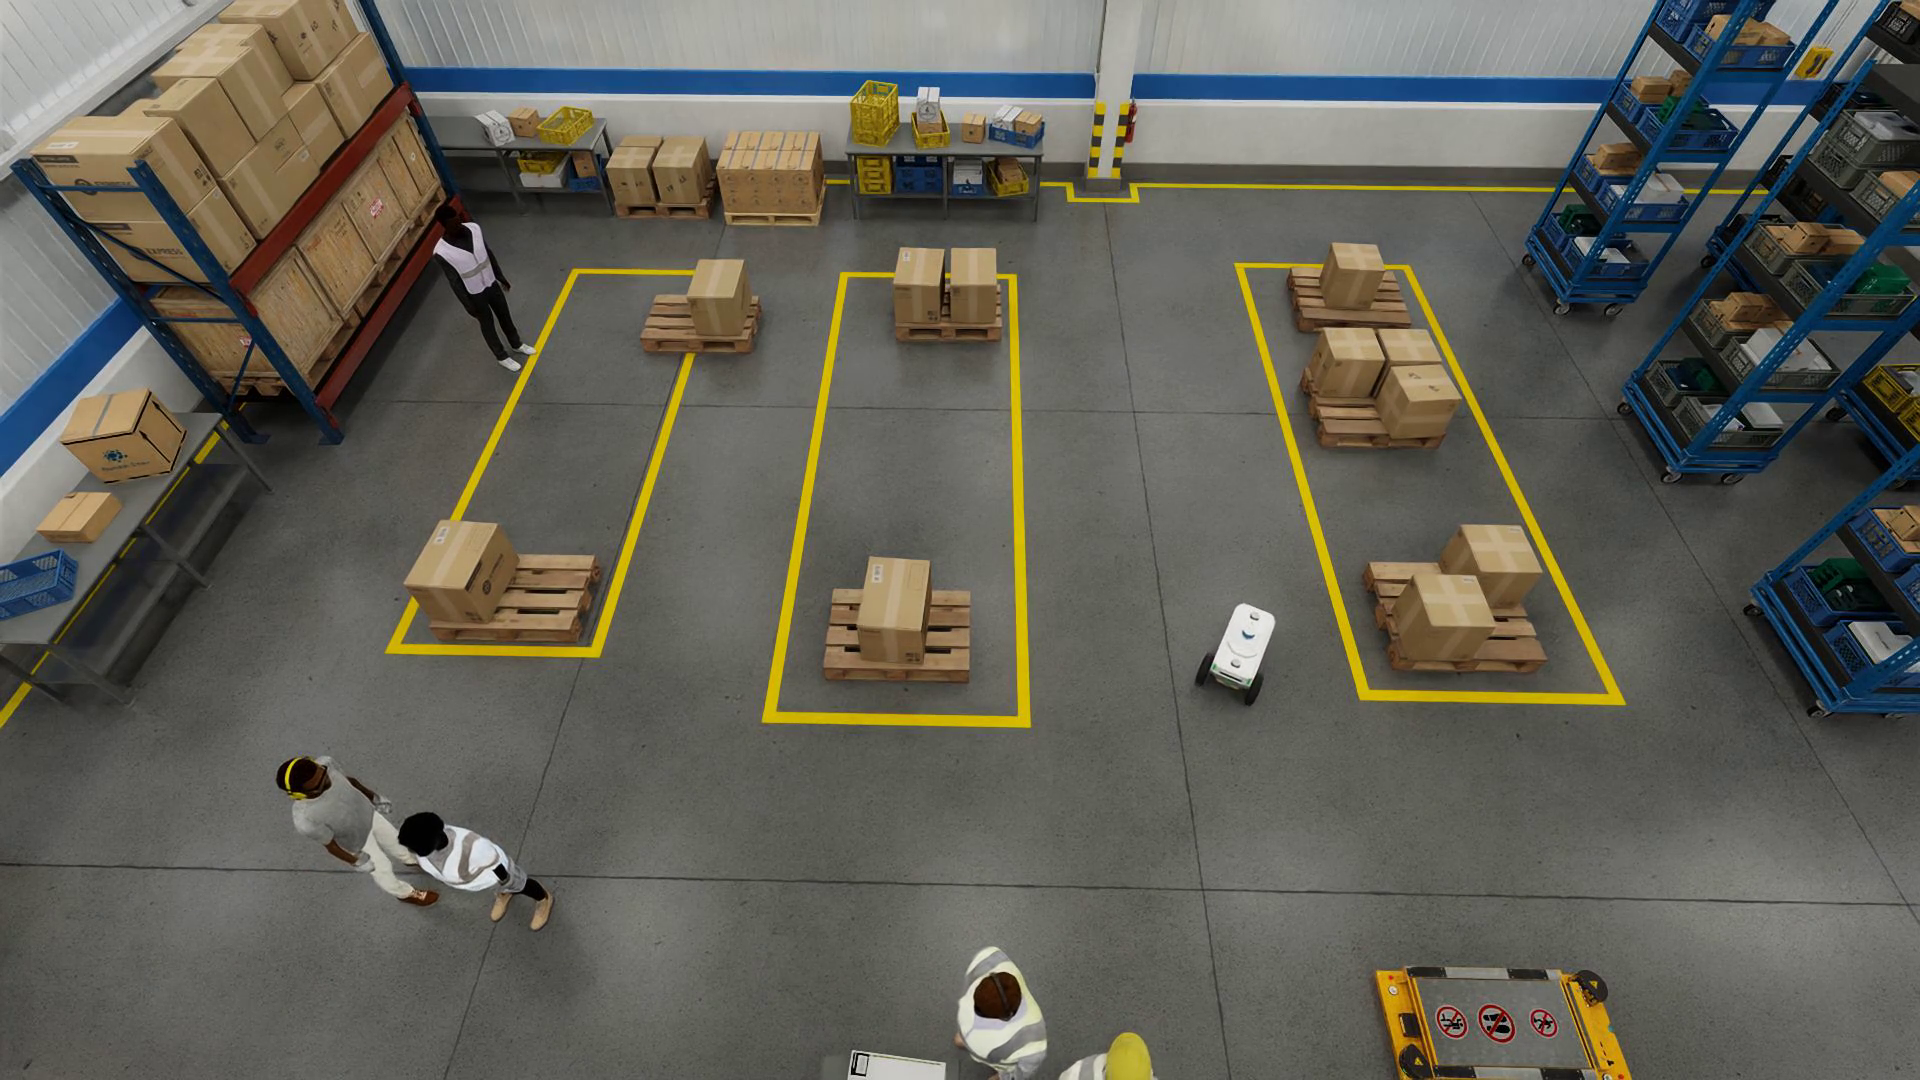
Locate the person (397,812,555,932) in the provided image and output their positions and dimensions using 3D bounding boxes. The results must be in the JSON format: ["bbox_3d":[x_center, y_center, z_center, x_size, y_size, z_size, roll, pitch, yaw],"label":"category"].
[{"bbox_3d":[-3.085,2.108,5.845,0.535,1.692,0.323,8,51,6],"label":"person"}]

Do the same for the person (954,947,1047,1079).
[{"bbox_3d":[0.204,2.777,5.198,0.430,1.843,0.625,-23,54,-18],"label":"person"}]

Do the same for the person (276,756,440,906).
[{"bbox_3d":[-3.859,1.869,5.935,0.346,1.857,0.516,-7,51,-5],"label":"person"}]

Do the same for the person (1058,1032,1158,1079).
[{"bbox_3d":[0.814,3.054,4.987,0.599,1.824,0.403,16,53,12],"label":"person"}]

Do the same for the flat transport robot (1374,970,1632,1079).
[{"bbox_3d":[3.501,3.133,5.914,1.431,0.197,0.652,1,51,1],"label":"flat transport robot"}]

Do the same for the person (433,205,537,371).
[{"bbox_3d":[-5.008,-2.629,9.565,0.392,1.913,0.592,18,53,14],"label":"person"}]

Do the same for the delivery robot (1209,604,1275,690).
[{"bbox_3d":[2.320,0.870,7.519,0.477,0.478,0.707,22,54,17],"label":"delivery robot"}]
